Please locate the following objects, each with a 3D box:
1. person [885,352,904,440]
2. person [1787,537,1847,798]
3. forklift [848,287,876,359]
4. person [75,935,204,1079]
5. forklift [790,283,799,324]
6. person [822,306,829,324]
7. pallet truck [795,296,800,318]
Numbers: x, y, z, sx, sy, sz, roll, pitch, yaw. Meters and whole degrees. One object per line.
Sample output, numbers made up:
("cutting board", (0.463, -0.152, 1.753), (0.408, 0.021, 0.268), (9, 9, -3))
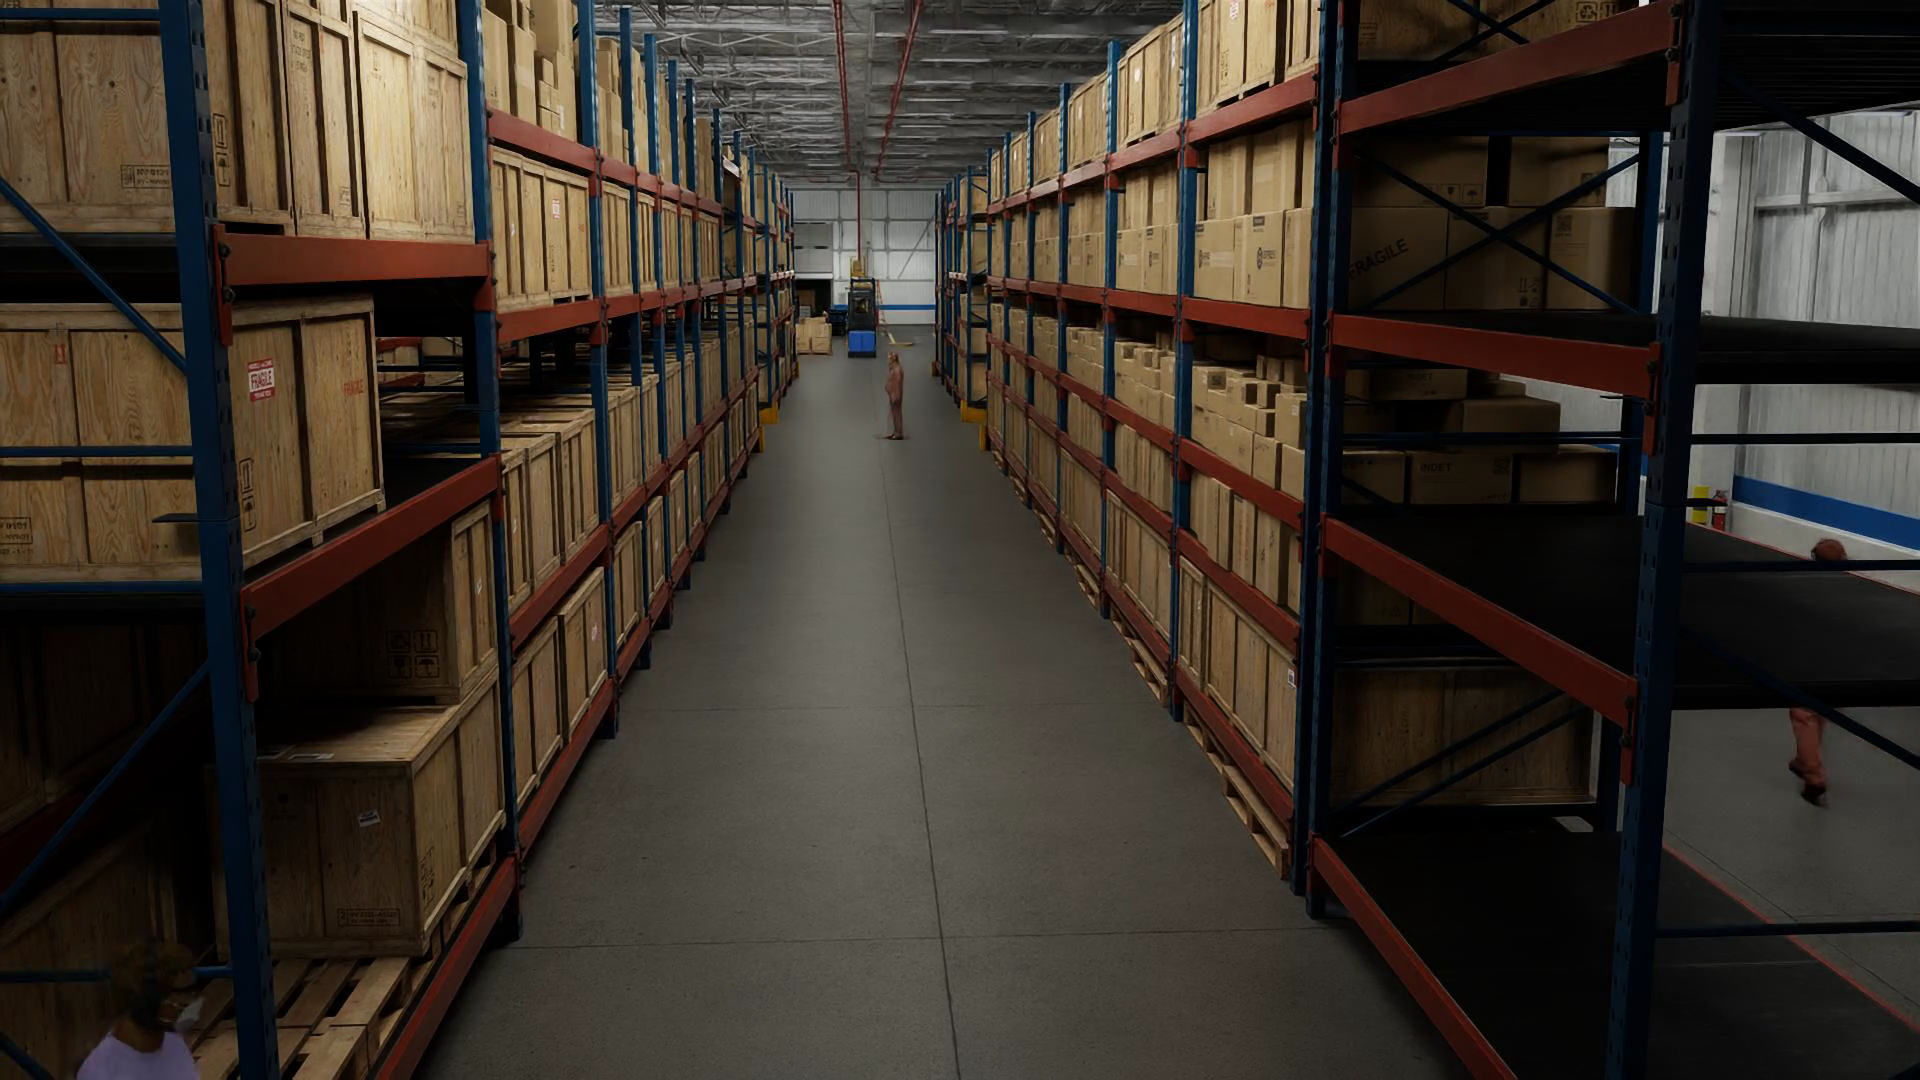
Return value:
("person", (-1.422, -3.114, 35.979), (0.401, 1.904, 0.650), (-2, 10, -9))
("person", (6.212, 0.911, 12.064), (0.647, 1.869, 0.958), (1, 10, 5))
("forklift", (-3.902, -8.639, 66.070), (1.129, 2.768, 1.873), (-1, 10, -4))
("person", (-2.355, 2.094, 4.842), (0.463, 1.914, 0.673), (-2, 10, -11))
("forklift", (-8.568, -11.151, 81.079), (1.129, 2.768, 1.873), (-5, 11, -30))
("person", (-6.580, -10.589, 81.257), (0.319, 1.694, 0.532), (-4, 10, -23))
("pallet truck", (-8.622, -12.439, 91.403), (1.885, 1.965, 0.823), (2, 10, 13))
